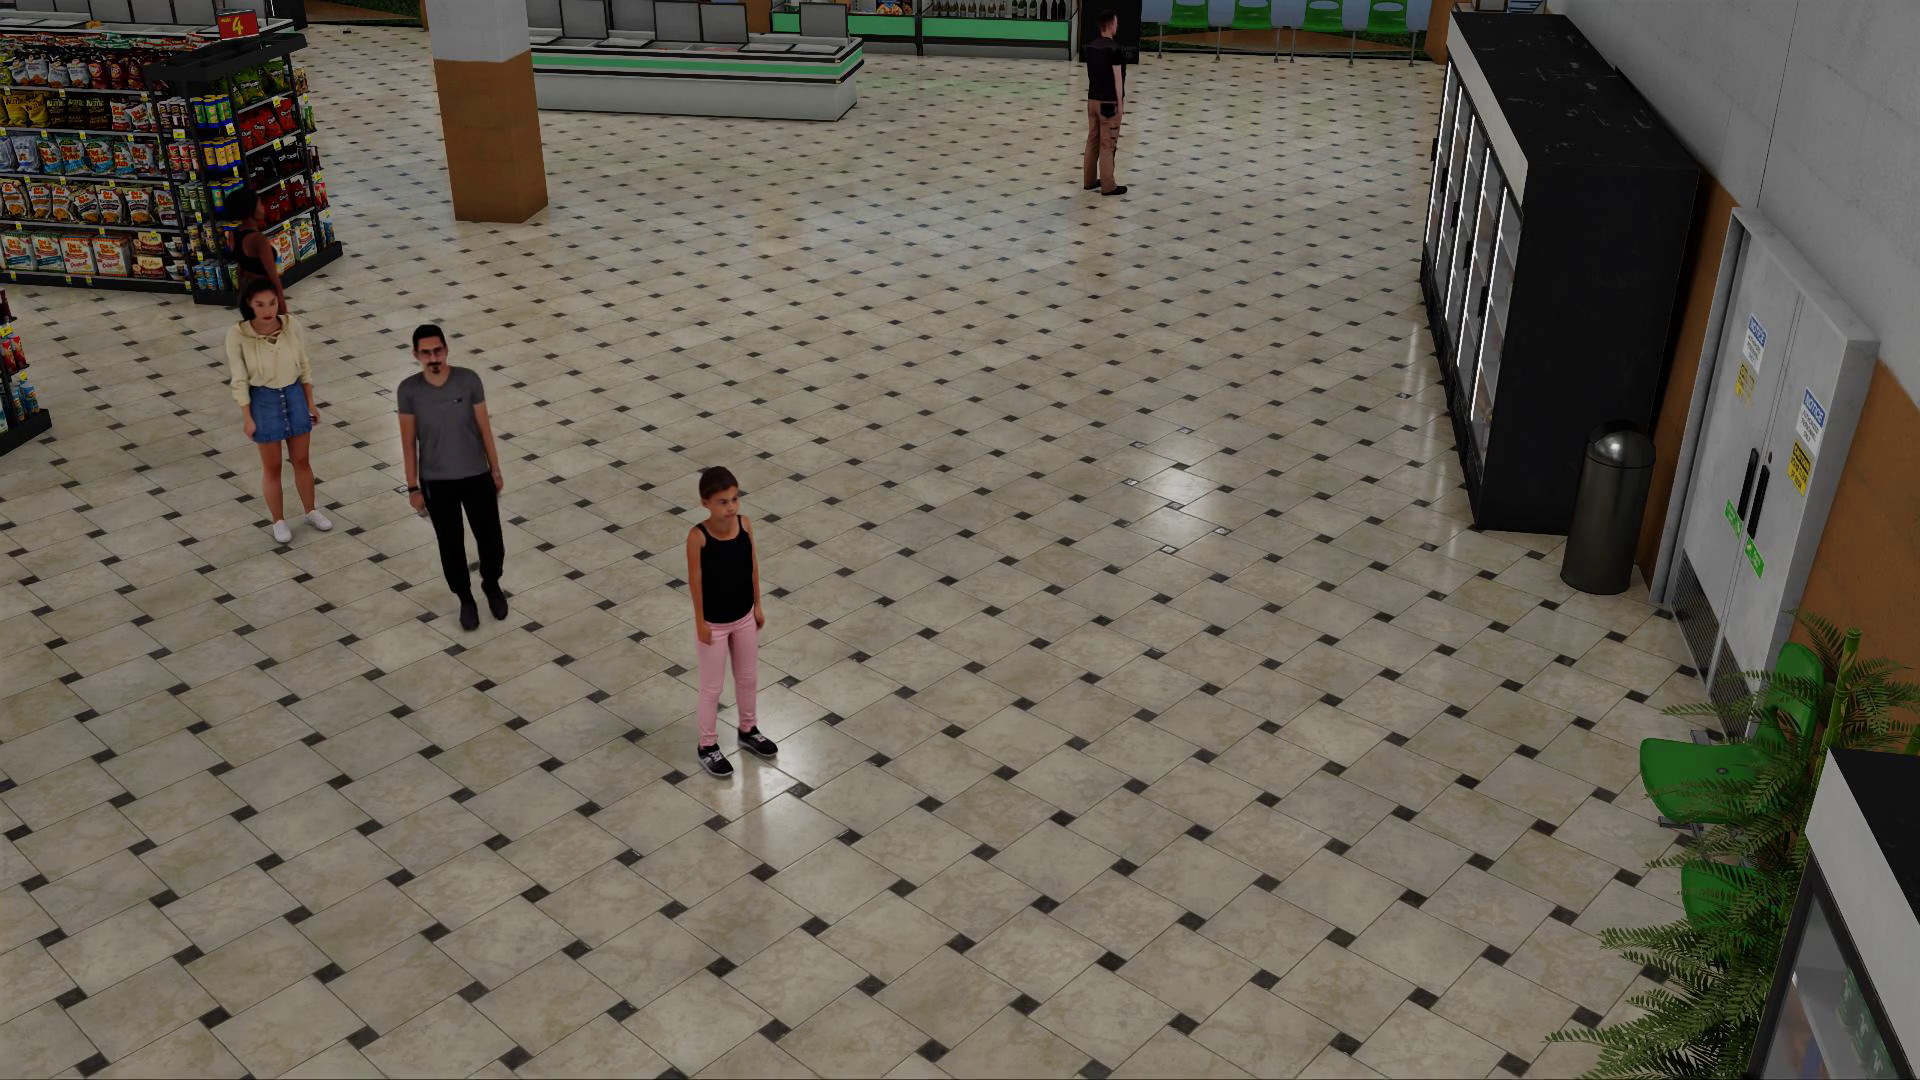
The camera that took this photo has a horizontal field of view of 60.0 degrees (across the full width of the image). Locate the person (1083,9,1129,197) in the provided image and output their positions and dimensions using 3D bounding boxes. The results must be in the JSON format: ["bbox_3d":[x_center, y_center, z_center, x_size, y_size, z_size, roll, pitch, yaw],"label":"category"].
[{"bbox_3d":[1.475,-4.498,17.071,0.819,1.842,0.766,-17,31,-29],"label":"person"}]

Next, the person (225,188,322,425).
[{"bbox_3d":[-4.819,-1.597,11.508,0.611,1.699,0.715,19,32,32],"label":"person"}]

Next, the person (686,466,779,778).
[{"bbox_3d":[-1.103,0.365,7.791,0.595,1.562,0.646,-20,33,-34],"label":"person"}]

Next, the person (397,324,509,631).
[{"bbox_3d":[-2.740,-0.368,9.033,0.708,1.745,0.817,-8,28,-15],"label":"person"}]

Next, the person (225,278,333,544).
[{"bbox_3d":[-4.102,-0.796,10.001,0.725,1.632,0.758,-22,34,-36],"label":"person"}]
